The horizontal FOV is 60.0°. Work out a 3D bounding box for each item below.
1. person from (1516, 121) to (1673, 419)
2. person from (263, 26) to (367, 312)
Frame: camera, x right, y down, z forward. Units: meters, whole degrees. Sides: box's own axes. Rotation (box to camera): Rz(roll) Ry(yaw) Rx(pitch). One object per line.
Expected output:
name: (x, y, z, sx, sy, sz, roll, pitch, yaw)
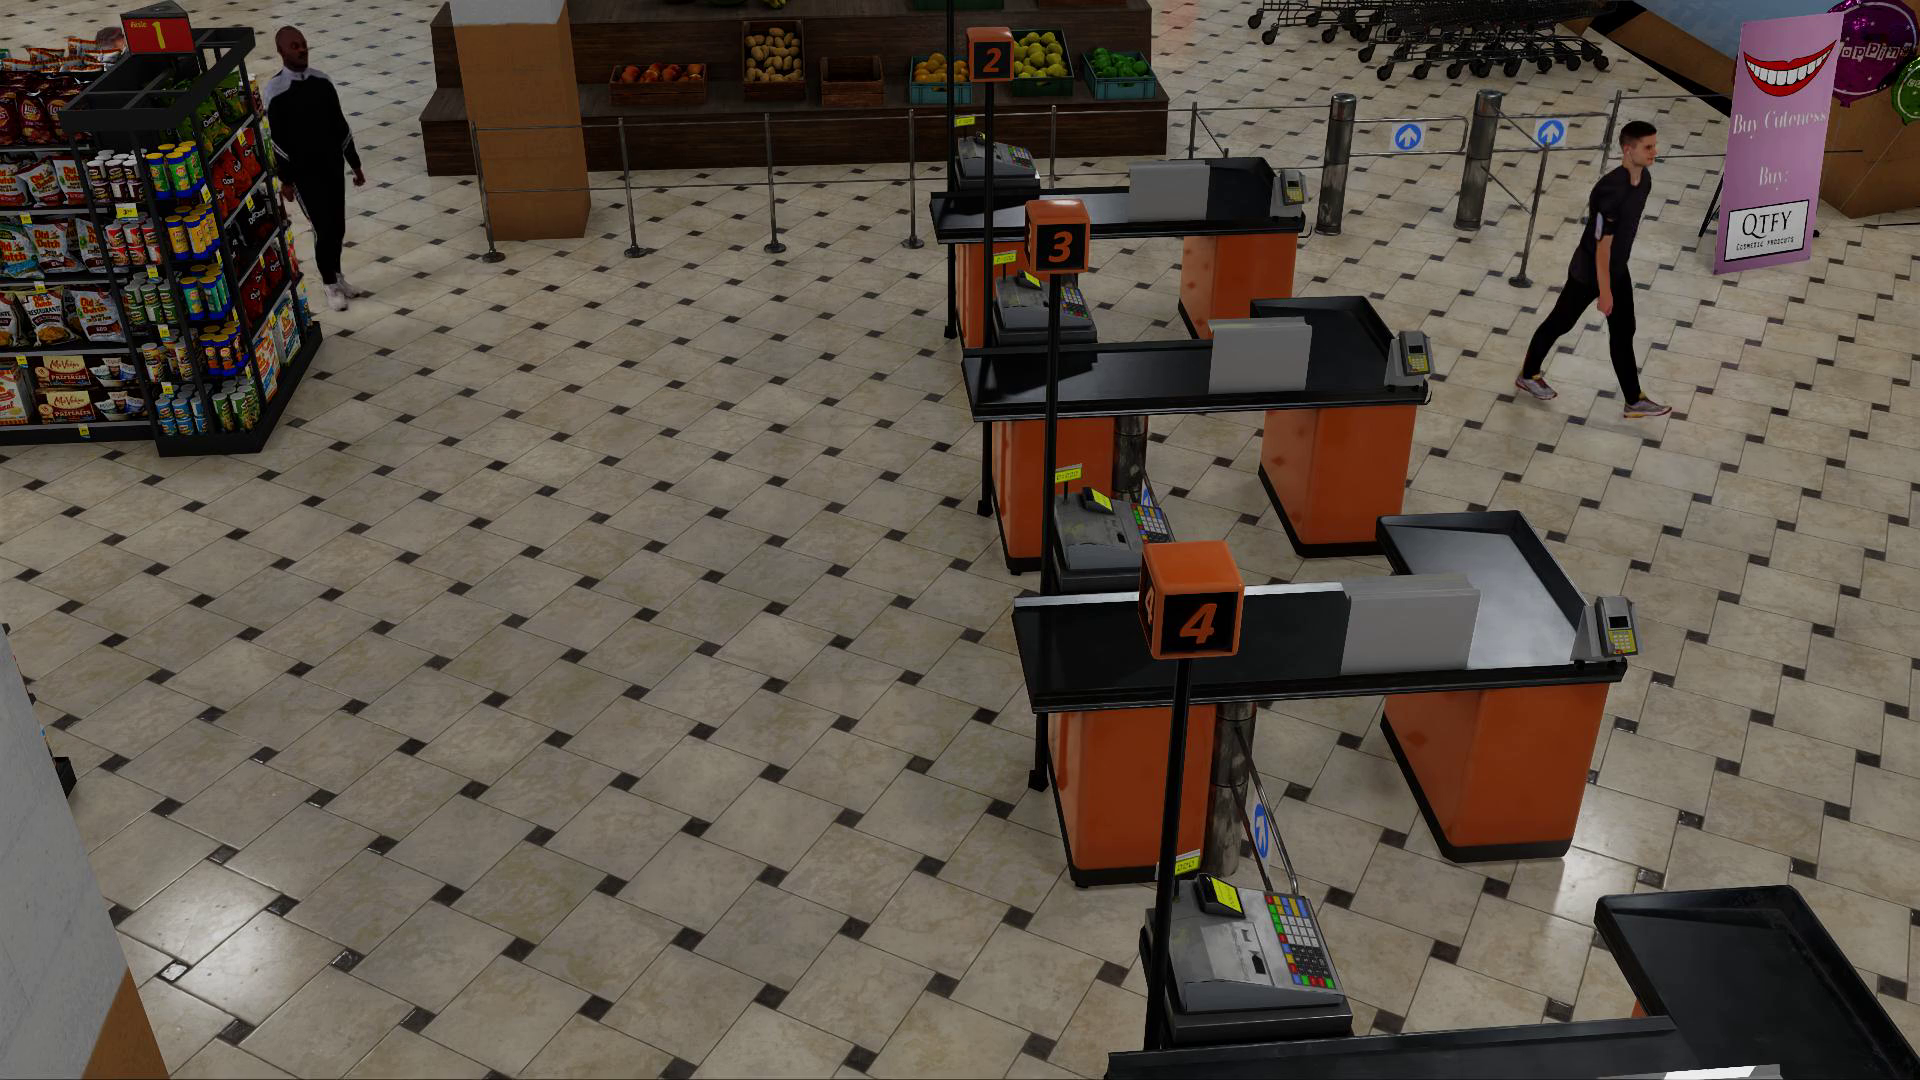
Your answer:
person: (3.575, -1.530, 9.500, 1.168, 1.711, 1.130, -24, 39, -34)
person: (-4.277, -2.459, 10.893, 0.881, 1.817, 0.830, 20, 37, 29)
